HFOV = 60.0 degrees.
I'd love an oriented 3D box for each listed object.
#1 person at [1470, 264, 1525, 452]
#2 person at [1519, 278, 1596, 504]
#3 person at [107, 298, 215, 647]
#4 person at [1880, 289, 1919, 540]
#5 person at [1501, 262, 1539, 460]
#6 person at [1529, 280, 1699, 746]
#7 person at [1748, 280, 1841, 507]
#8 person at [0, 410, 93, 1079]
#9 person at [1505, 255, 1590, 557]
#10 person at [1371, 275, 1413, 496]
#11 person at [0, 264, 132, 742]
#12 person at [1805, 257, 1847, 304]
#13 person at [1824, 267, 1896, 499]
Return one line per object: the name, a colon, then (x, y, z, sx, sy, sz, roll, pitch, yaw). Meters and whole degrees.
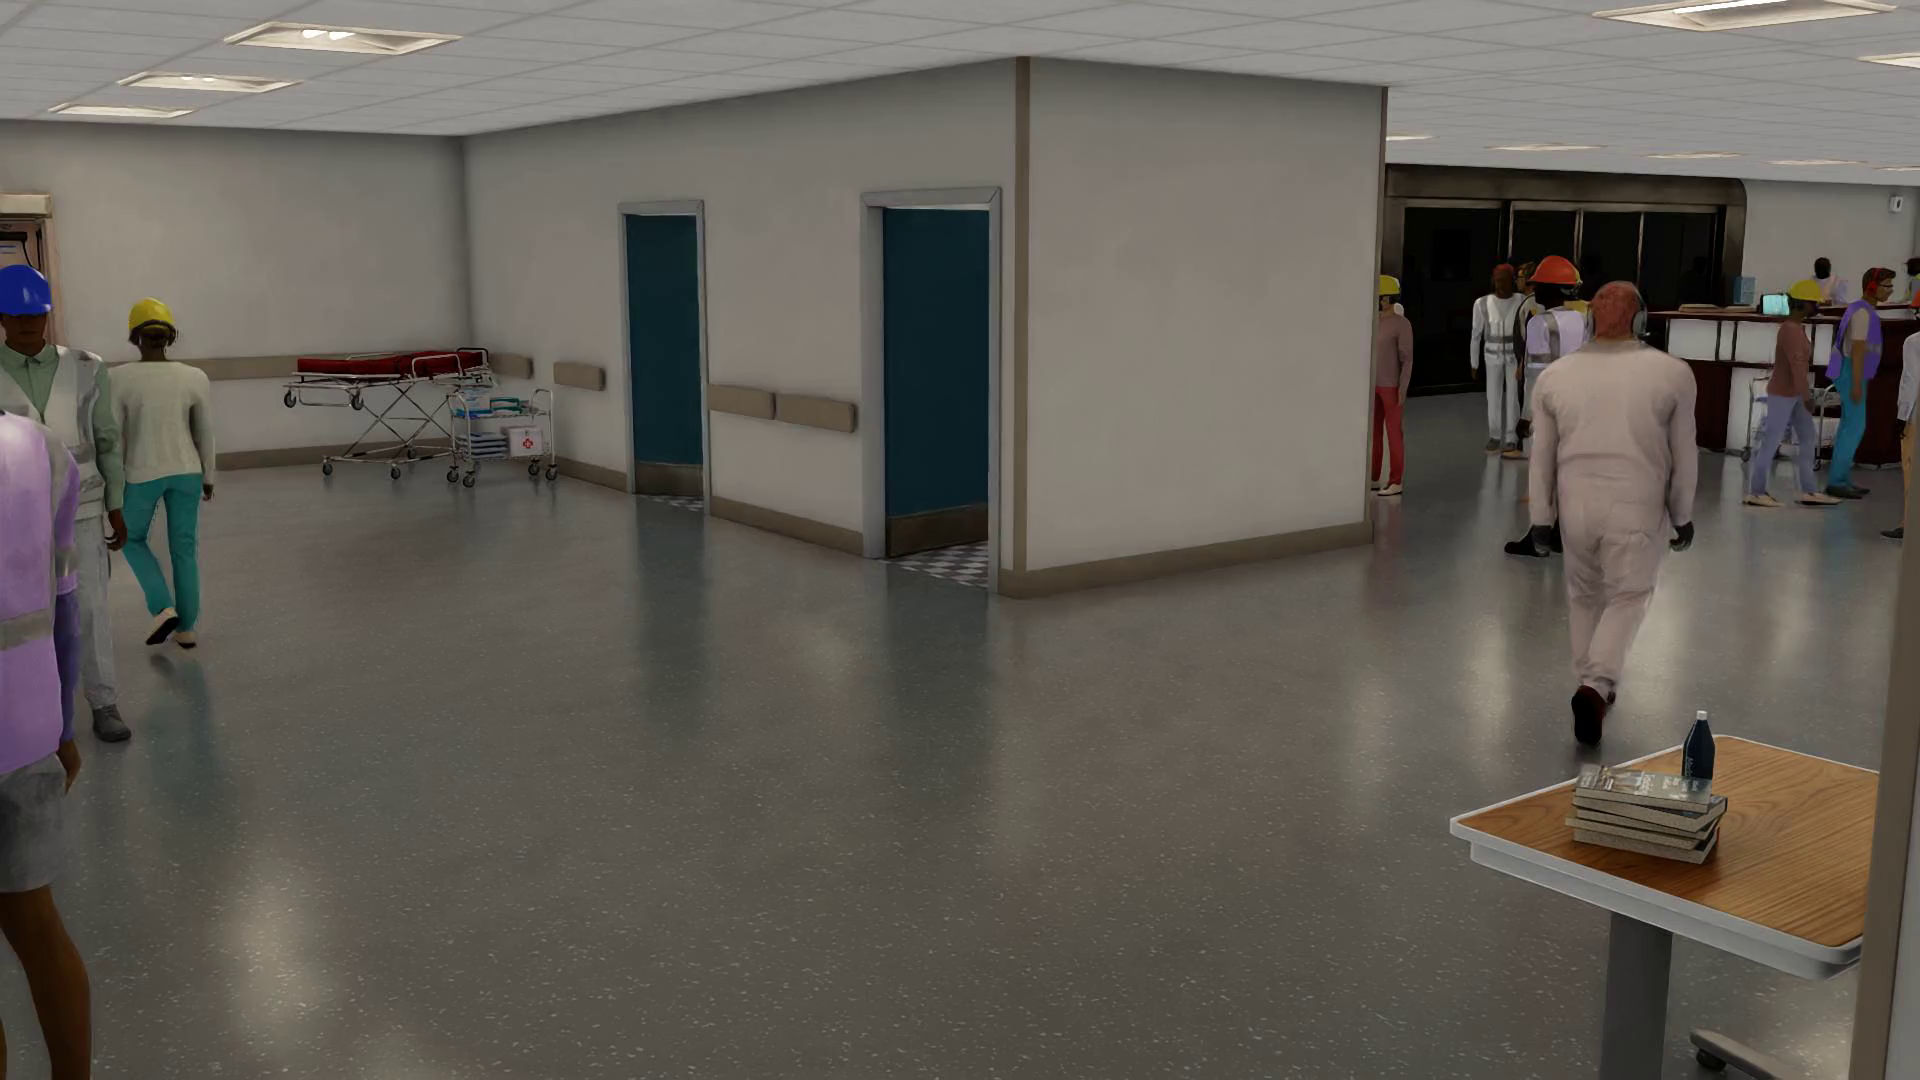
person: (5.198, -1.730, 15.965, 0.584, 1.831, 0.936, 4, 11, 22)
person: (4.611, -1.176, 12.846, 0.626, 1.839, 0.430, -1, 10, -8)
person: (-3.988, -0.321, 8.283, 0.551, 1.752, 0.361, -9, 14, -42)
person: (6.571, -0.870, 11.359, 0.573, 1.749, 0.343, -5, 11, -25)
person: (5.301, -1.672, 15.591, 0.345, 1.846, 0.508, 4, 11, 21)
person: (2.667, -0.126, 6.861, 0.637, 1.879, 0.882, 8, 13, 36)
person: (6.419, -1.090, 12.632, 0.735, 1.741, 0.537, 7, 12, 35)
person: (-2.059, 0.413, 3.414, 0.403, 2.030, 0.612, 2, 10, 8)
person: (3.799, -0.859, 10.785, 0.550, 1.937, 0.366, -7, 13, -36)
person: (3.399, -1.240, 13.397, 0.318, 1.767, 0.534, -5, 11, -28)
person: (-3.650, -0.115, 6.628, 0.605, 1.941, 0.405, -8, 13, -39)
person: (12.426, -3.165, 24.058, 0.744, 1.813, 0.657, -10, 14, -44)
person: (7.140, -1.249, 13.274, 0.410, 1.833, 0.654, 7, 12, 35)
